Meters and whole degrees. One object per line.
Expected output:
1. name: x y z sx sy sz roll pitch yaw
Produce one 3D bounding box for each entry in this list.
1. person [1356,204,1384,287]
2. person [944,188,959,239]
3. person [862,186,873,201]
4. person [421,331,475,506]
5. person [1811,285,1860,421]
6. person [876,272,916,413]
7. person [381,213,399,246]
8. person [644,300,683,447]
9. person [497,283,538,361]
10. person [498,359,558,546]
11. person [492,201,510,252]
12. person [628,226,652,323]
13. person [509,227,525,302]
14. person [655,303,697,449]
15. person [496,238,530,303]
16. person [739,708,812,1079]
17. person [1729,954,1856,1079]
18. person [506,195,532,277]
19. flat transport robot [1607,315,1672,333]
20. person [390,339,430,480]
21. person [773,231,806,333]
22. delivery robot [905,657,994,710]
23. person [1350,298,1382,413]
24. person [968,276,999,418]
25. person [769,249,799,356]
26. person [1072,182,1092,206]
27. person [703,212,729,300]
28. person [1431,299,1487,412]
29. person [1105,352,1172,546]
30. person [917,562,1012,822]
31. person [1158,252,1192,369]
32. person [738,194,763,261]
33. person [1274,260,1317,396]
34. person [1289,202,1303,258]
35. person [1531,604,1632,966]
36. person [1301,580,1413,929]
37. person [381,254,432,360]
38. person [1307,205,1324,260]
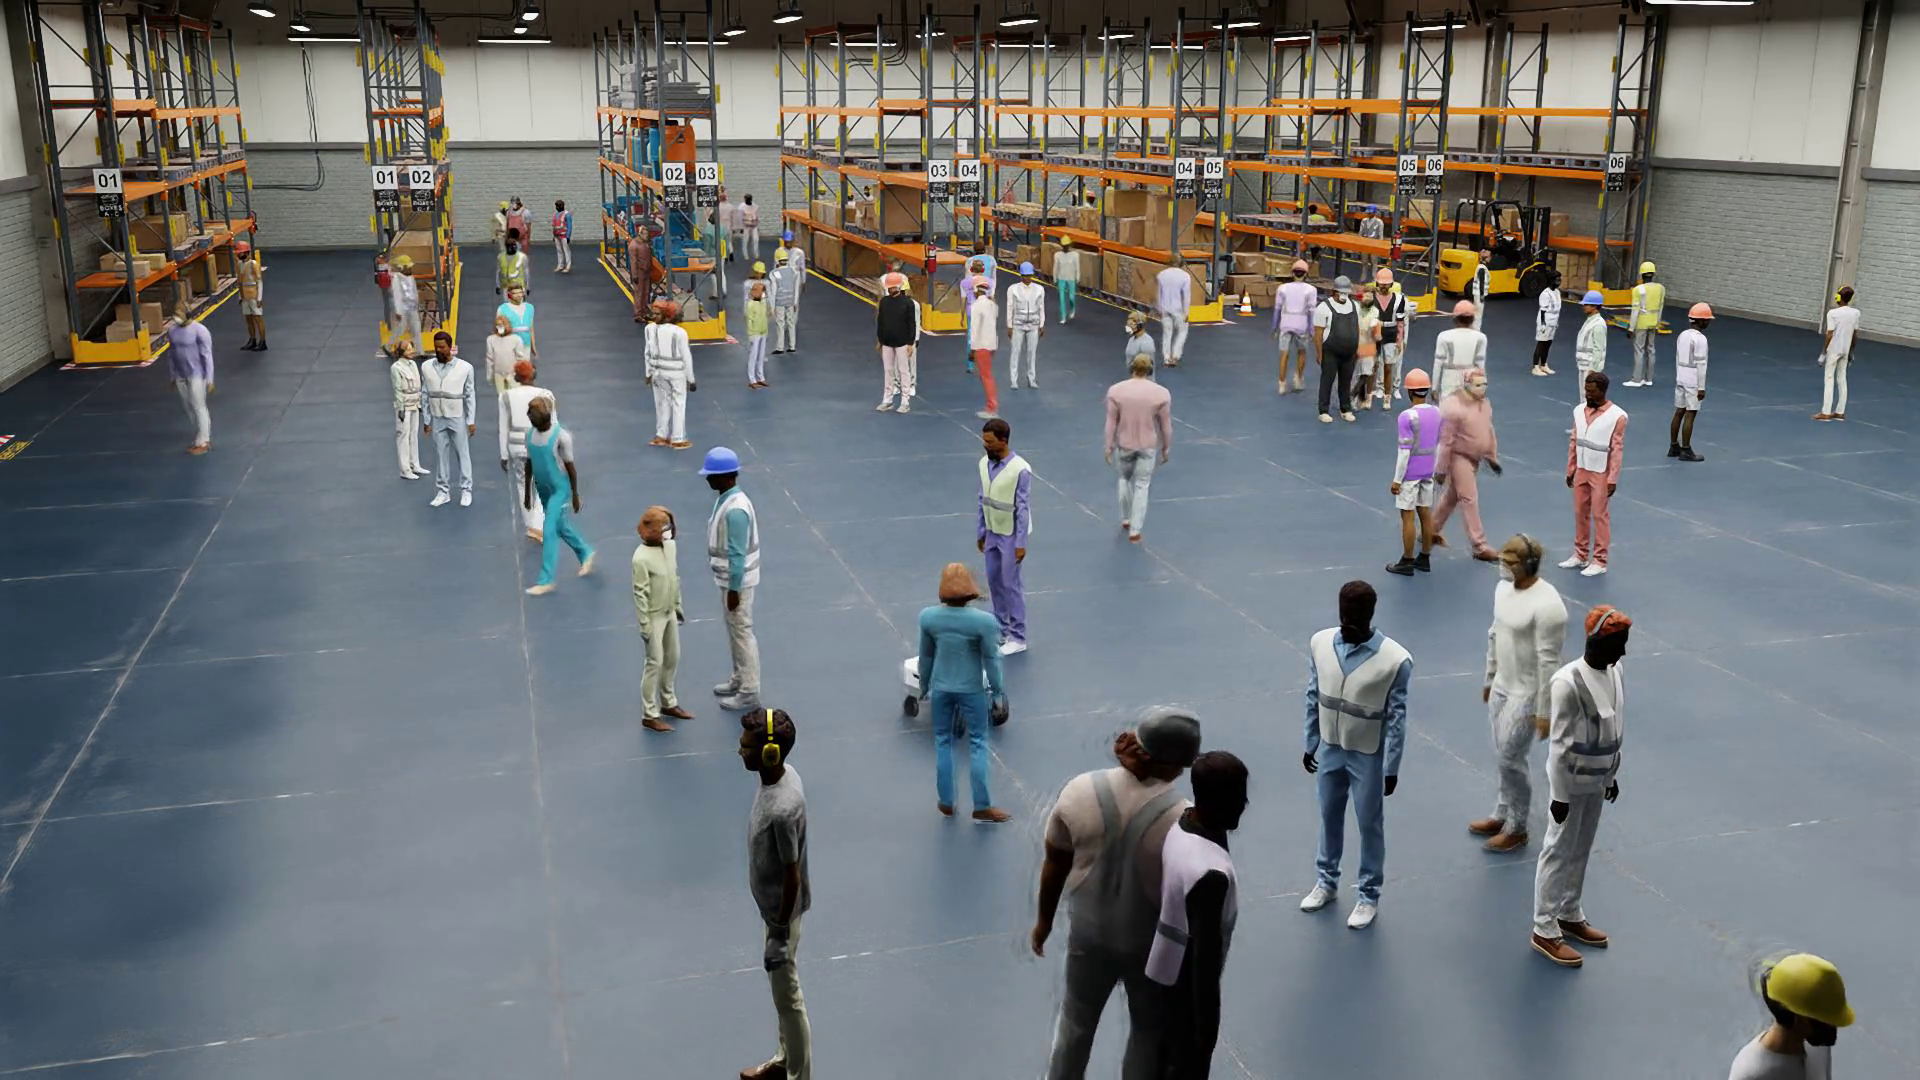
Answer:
1. person: 9.653 -6.927 39.184 0.616 1.944 0.402 14 20 42
2. person: -0.275 -10.340 52.646 0.507 1.627 0.280 5 16 17
3. person: -2.696 -9.540 49.198 0.502 1.859 0.338 12 19 38
4. person: -5.571 -1.325 18.156 0.587 1.920 0.390 1 15 4
5. person: 12.099 -2.575 22.954 0.538 1.869 0.312 -3 15 -12
6. person: -0.923 -2.798 23.571 0.609 1.986 0.391 8 17 29
7. person: -15.302 -8.476 44.989 0.621 1.952 0.926 -2 15 -7
8. person: -3.775 -2.122 21.245 0.580 1.878 0.352 8 17 26
9. person: -6.255 -2.716 23.529 0.397 1.847 0.564 14 20 43
10. person: -4.312 -0.854 16.520 0.594 1.855 0.738 1 15 4
11. person: -11.518 -7.696 42.338 0.723 1.804 0.616 13 19 40
12. person: -6.324 -5.283 33.105 0.401 1.896 0.650 5 16 19
13. person: -9.442 -5.799 35.414 0.318 1.698 0.535 -7 16 -25
14. person: -3.652 -2.078 21.117 0.701 1.866 0.338 12 19 39
15. person: -8.430 -4.813 31.487 0.626 1.818 0.745 3 15 11
16. person: -0.809 1.608 7.214 0.329 1.872 0.507 -3 15 -11
17. person: 2.702 2.154 5.416 0.535 1.741 0.718 -13 19 -40
18. person: -11.021 -7.573 41.435 0.681 2.000 0.535 3 15 12
19. flat transport robot: 13.053 -4.150 31.946 0.652 0.197 1.431 0 15 -1
20. person: -6.472 -1.541 19.503 0.309 1.641 0.511 2 15 7
21. person: -3.241 -4.875 31.526 0.639 1.905 0.937 0 15 0
22. delivery robot: -0.067 1.005 11.817 0.477 0.478 0.707 -13 20 -40
23. person: 5.678 -2.628 23.537 0.539 1.669 0.771 14 20 42
24. person: 0.365 -2.682 23.213 0.497 1.949 0.671 7 16 25
25. person: -3.070 -4.111 28.805 0.590 1.833 0.404 -13 20 -40
26. person: 3.802 -10.241 51.894 0.663 1.836 0.431 -3 15 -10
27. person: -5.377 -6.247 36.662 0.636 1.936 0.375 -13 20 -41
28. person: 6.023 -1.879 20.057 0.617 2.018 0.820 -1 15 -4
29. person: 1.810 -0.949 16.766 0.651 1.901 0.894 3 15 11
30. person: 0.050 0.945 10.222 0.653 1.610 0.337 4 15 14
31. person: 3.523 -3.765 27.335 0.646 1.920 0.439 10 18 34
32. person: -5.729 -8.563 45.603 0.644 1.806 0.876 -9 17 -31
33. person: 5.036 -3.197 25.042 0.672 1.993 0.839 6 16 21
34. person: 8.745 -7.861 43.065 0.341 1.760 0.530 -9 17 -30
35. person: 3.211 1.240 8.564 0.573 1.887 0.354 -13 20 -41
36. person: 2.121 1.127 8.955 0.587 1.911 0.392 13 20 40
37. person: -9.464 -3.939 28.219 0.826 1.810 0.604 4 15 15
38. person: 9.285 -7.972 43.677 0.579 1.640 0.797 -2 15 -8
